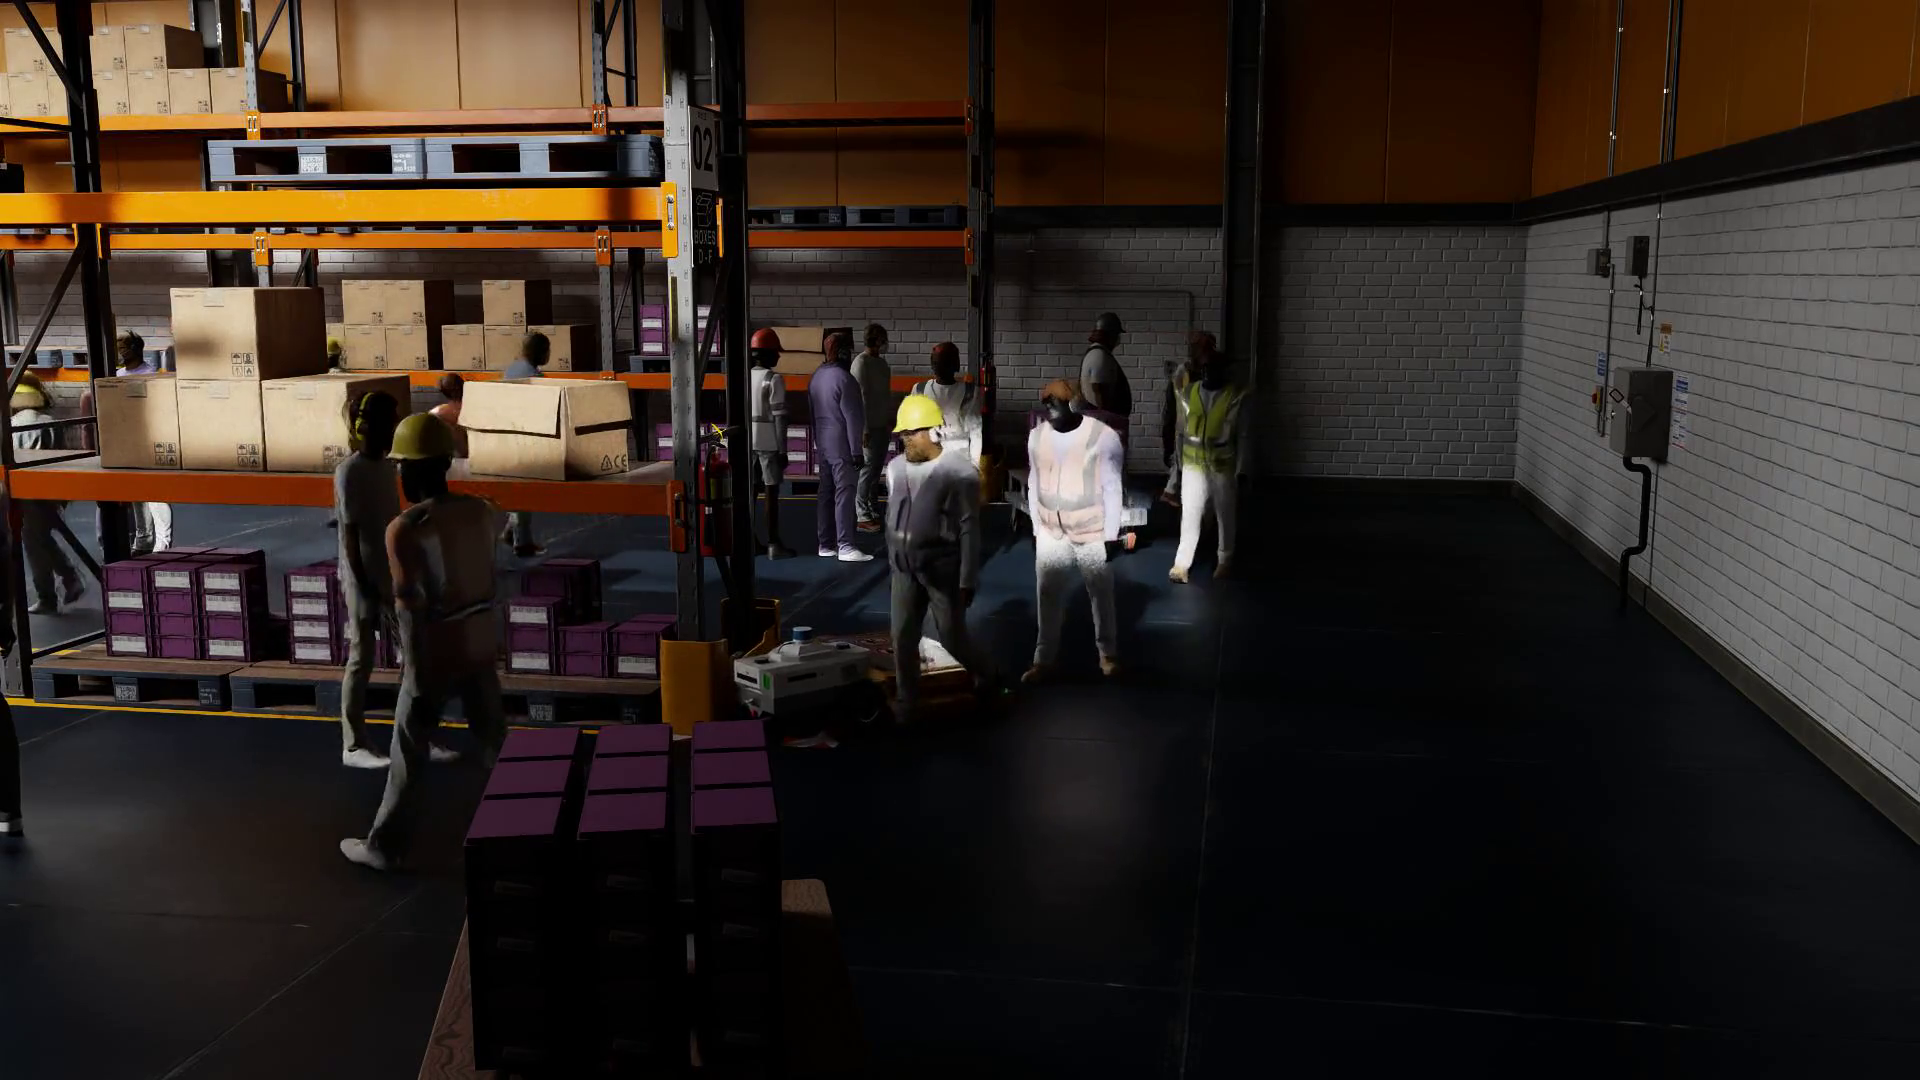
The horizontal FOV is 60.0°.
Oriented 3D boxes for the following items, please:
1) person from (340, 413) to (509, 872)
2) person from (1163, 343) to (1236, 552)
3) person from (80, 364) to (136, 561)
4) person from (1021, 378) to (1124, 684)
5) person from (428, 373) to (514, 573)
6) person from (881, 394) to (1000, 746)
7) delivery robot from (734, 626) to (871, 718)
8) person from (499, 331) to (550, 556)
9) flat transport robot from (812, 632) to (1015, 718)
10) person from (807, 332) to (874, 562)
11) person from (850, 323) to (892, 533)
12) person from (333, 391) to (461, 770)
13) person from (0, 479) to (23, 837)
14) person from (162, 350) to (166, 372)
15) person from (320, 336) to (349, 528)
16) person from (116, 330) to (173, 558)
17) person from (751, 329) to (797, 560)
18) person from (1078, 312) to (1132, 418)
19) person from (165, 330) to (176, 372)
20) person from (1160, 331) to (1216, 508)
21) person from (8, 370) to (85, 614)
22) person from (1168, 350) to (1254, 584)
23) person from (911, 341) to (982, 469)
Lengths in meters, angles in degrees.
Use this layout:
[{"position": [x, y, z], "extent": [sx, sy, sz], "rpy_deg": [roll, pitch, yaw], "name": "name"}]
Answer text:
[{"position": [-2.011, 0.440, 6.495], "extent": [1.025, 1.875, 0.599], "rpy_deg": [5, 10, 27], "name": "person"}, {"position": [2.104, -0.828, 14.539], "extent": [0.650, 1.813, 0.735], "rpy_deg": [1, 9, 6], "name": "person"}, {"position": [-7.060, -0.712, 13.954], "extent": [0.317, 1.766, 0.535], "rpy_deg": [7, 12, 37], "name": "person"}, {"position": [0.684, -0.054, 9.834], "extent": [0.639, 1.799, 0.681], "rpy_deg": [5, 11, 30], "name": "person"}, {"position": [-3.899, -0.528, 13.294], "extent": [0.657, 1.611, 0.336], "rpy_deg": [-1, 9, -4], "name": "person"}, {"position": [-0.107, 0.127, 8.672], "extent": [0.599, 1.804, 0.798], "rpy_deg": [6, 11, 32], "name": "person"}, {"position": [-0.819, 0.696, 8.673], "extent": [0.707, 0.478, 0.477], "rpy_deg": [-8, 12, -40], "name": "delivery robot"}, {"position": [-3.639, -0.801, 14.045], "extent": [0.429, 1.915, 0.649], "rpy_deg": [-7, 11, -35], "name": "person"}, {"position": [-0.331, 0.741, 9.560], "extent": [0.652, 0.197, 1.431], "rpy_deg": [-5, 11, -29], "name": "flat transport robot"}, {"position": [-0.991, -0.772, 13.877], "extent": [0.410, 1.912, 0.643], "rpy_deg": [-7, 11, -37], "name": "person"}, {"position": [-0.804, -1.045, 15.485], "extent": [0.372, 1.940, 0.632], "rpy_deg": [3, 10, 17], "name": "person"}, {"position": [-2.719, 0.212, 7.956], "extent": [0.701, 1.841, 0.563], "rpy_deg": [2, 9, 12], "name": "person"}, {"position": [-4.217, 0.343, 6.907], "extent": [0.379, 1.924, 0.594], "rpy_deg": [4, 10, 21], "name": "person"}, {"position": [-8.433, -1.460, 18.188], "extent": [0.818, 1.907, 0.572], "rpy_deg": [-5, 10, -28], "name": "person"}, {"position": [-5.858, -0.997, 15.566], "extent": [0.411, 1.814, 0.597], "rpy_deg": [0, 9, -2], "name": "person"}, {"position": [-6.729, -0.751, 13.656], "extent": [0.635, 1.937, 0.354], "rpy_deg": [6, 11, 34], "name": "person"}, {"position": [-1.641, -0.800, 13.975], "extent": [0.547, 1.934, 0.375], "rpy_deg": [7, 12, 37], "name": "person"}, {"position": [1.413, -1.224, 16.277], "extent": [0.537, 2.000, 0.700], "rpy_deg": [0, 9, 2], "name": "person"}, {"position": [-8.326, -1.434, 17.890], "extent": [0.688, 1.937, 0.433], "rpy_deg": [4, 10, 24], "name": "person"}, {"position": [2.360, -1.176, 16.671], "extent": [0.597, 1.831, 1.007], "rpy_deg": [-6, 11, -34], "name": "person"}, {"position": [-6.515, -0.329, 11.703], "extent": [0.366, 1.731, 0.492], "rpy_deg": [2, 9, 10], "name": "person"}, {"position": [1.917, -0.548, 12.815], "extent": [0.639, 1.798, 0.923], "rpy_deg": [4, 10, 25], "name": "person"}, {"position": [-0.118, -0.569, 12.694], "extent": [0.573, 1.886, 0.353], "rpy_deg": [2, 9, 9], "name": "person"}]
